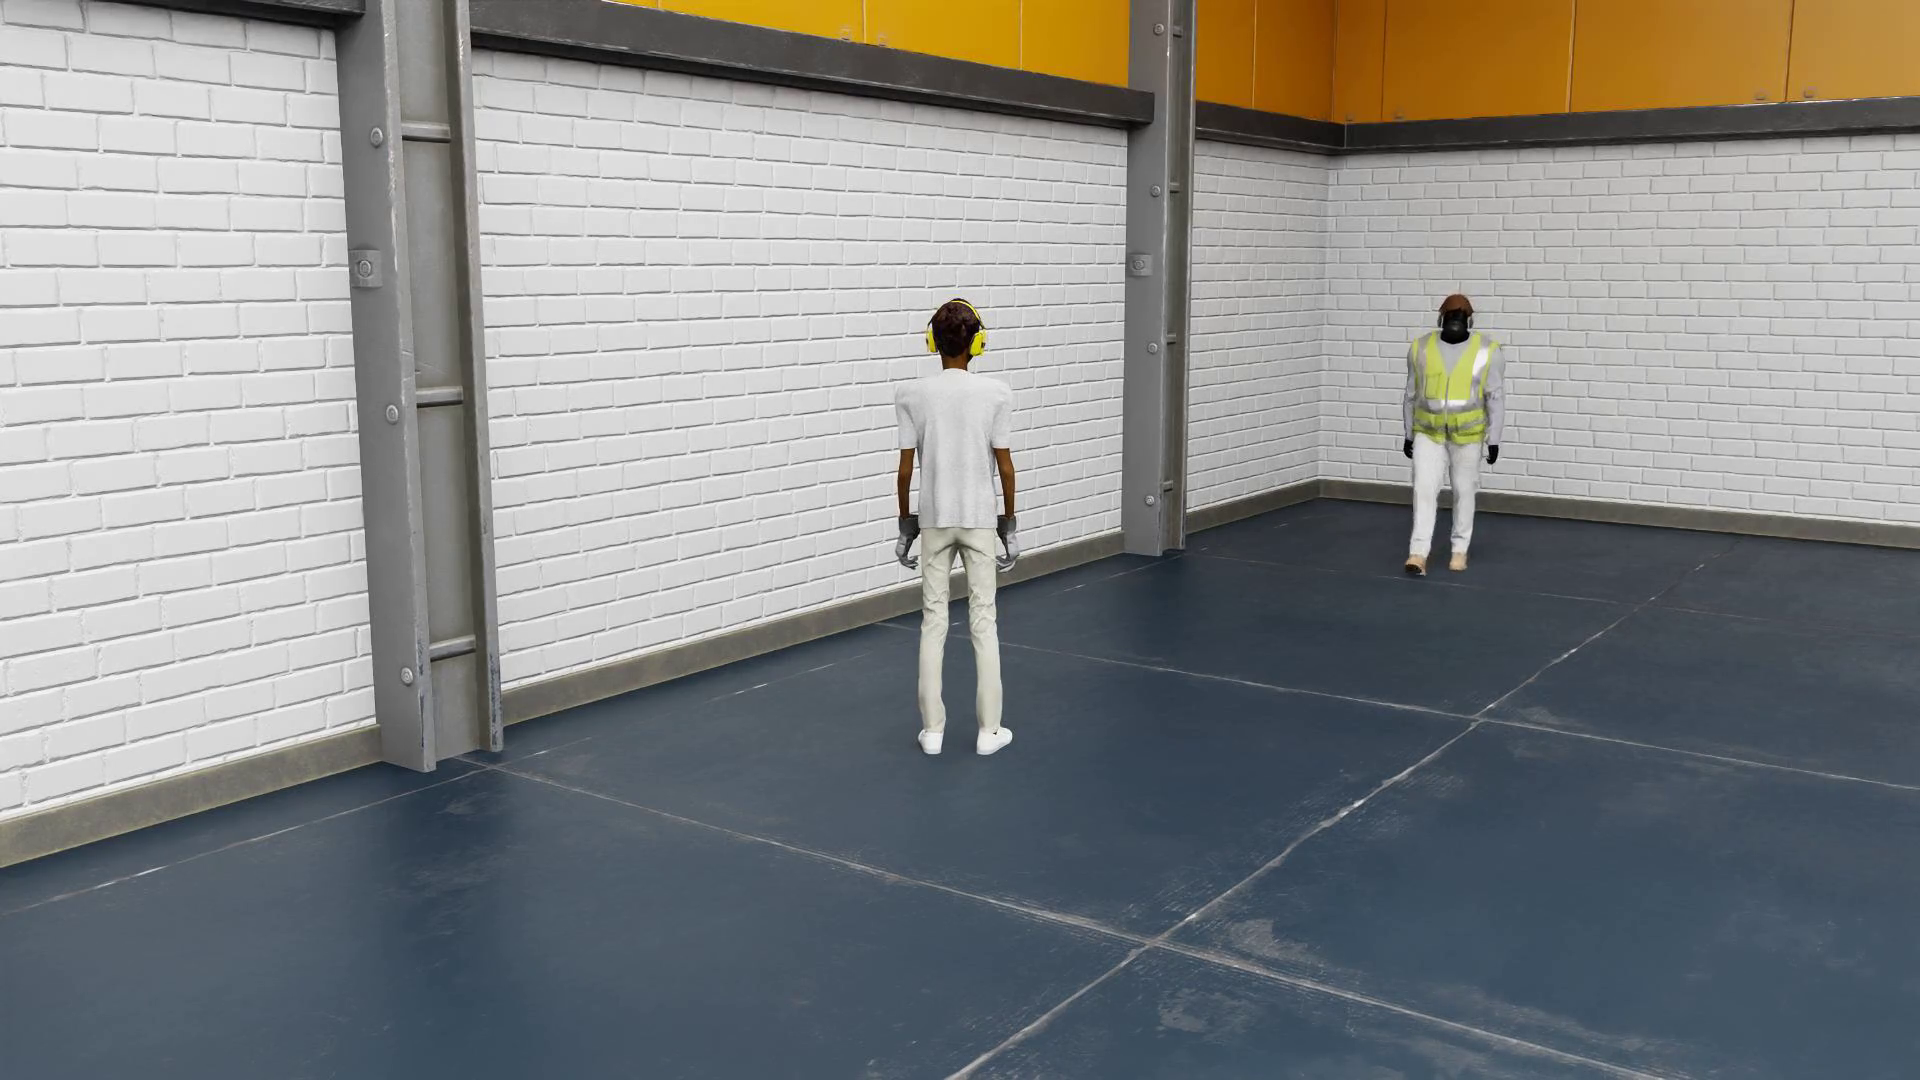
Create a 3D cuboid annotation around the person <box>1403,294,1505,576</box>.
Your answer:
[{"bbox_3d":[3.138,-0.656,10.660,0.649,1.799,0.912,4,10,23],"label":"person"}]

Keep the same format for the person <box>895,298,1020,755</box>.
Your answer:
[{"bbox_3d":[-0.013,-0.047,6.822,0.521,1.874,0.327,1,10,7],"label":"person"}]
